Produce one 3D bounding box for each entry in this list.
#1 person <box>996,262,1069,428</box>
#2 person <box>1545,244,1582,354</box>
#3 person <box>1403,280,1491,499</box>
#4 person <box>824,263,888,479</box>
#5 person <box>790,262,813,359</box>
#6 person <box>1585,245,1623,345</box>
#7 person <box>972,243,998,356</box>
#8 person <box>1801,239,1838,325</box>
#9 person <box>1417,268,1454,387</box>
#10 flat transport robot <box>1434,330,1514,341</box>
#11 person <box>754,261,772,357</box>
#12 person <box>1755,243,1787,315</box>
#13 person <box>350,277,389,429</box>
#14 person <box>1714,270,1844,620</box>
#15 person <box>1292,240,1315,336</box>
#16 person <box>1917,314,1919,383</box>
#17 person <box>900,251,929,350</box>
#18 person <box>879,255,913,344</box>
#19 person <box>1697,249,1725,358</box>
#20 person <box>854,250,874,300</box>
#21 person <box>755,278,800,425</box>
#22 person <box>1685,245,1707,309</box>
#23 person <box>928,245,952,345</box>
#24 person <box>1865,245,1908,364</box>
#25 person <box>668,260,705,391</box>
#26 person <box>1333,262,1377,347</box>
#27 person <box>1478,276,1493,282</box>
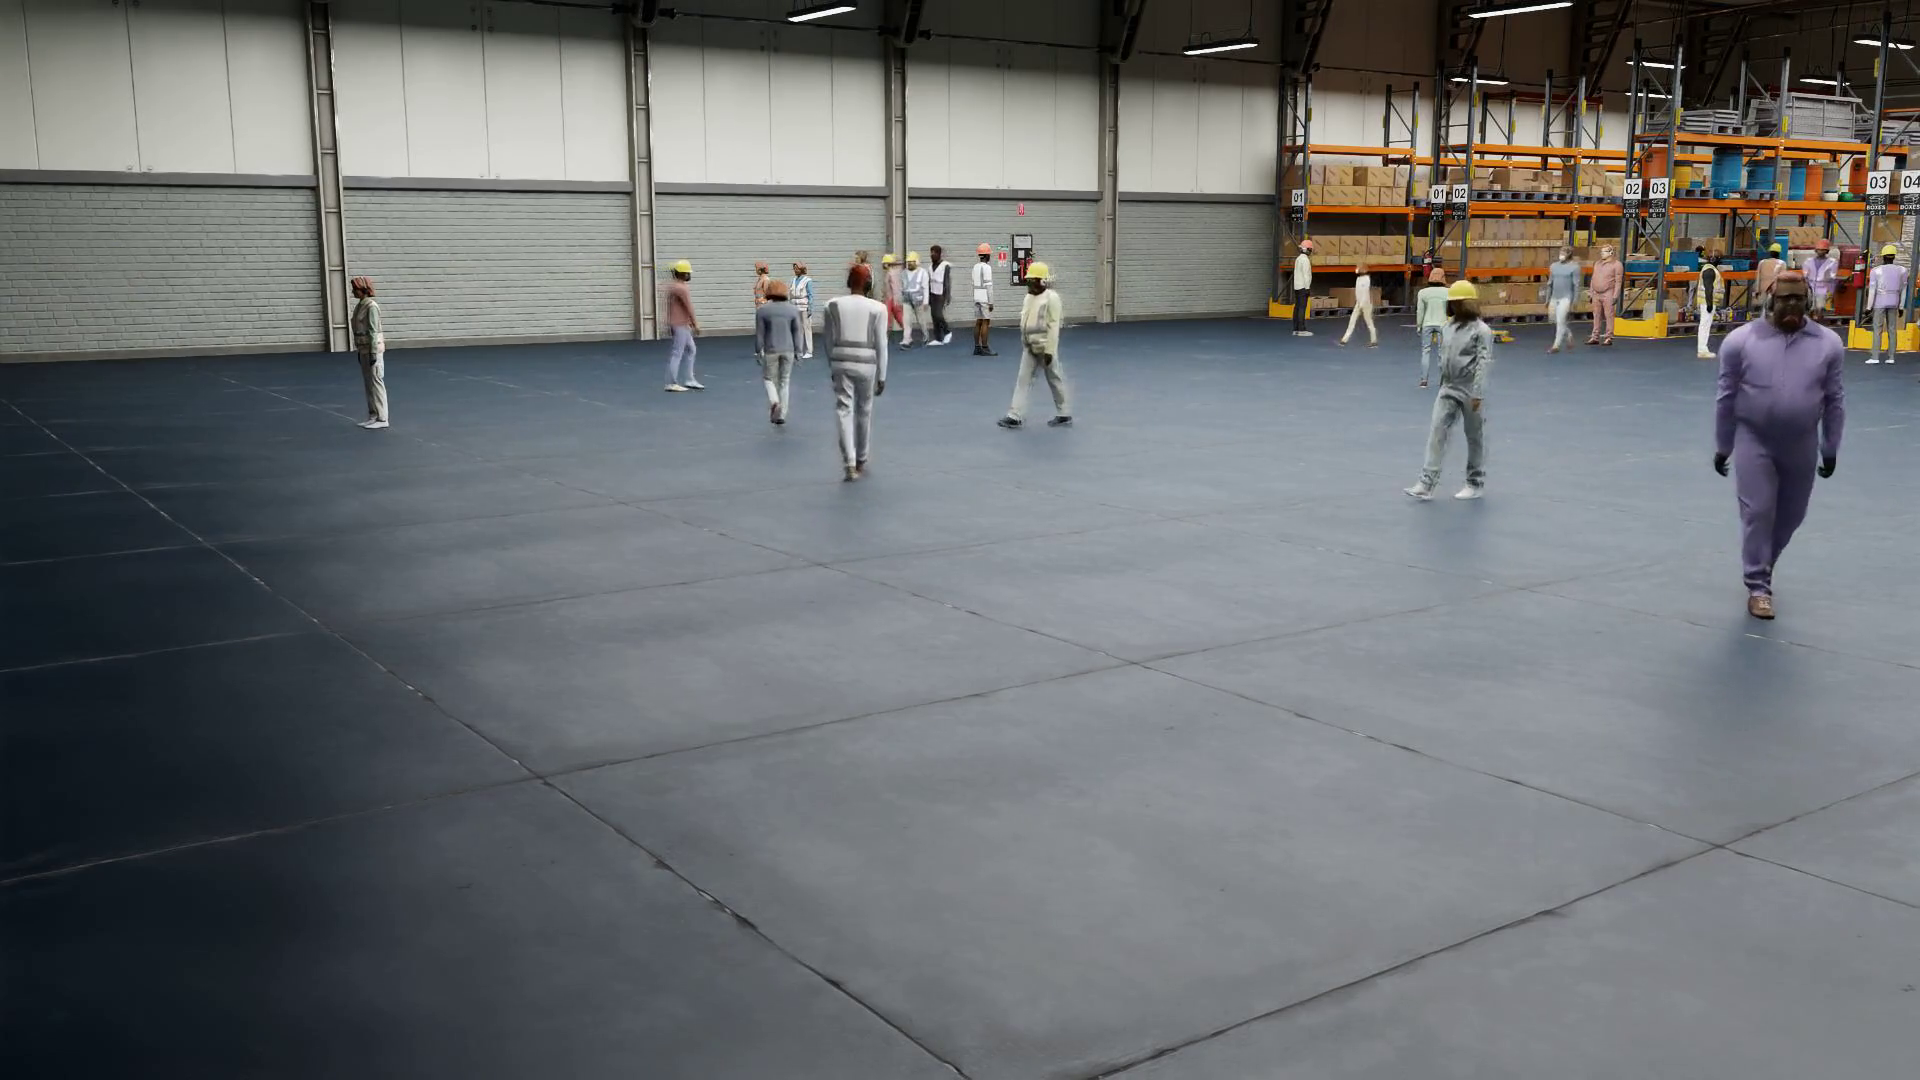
[{"bbox_3d":[0.833,-2.088,17.914,0.919,1.783,0.612,-8,13,-36],"label":"person"},{"bbox_3d":[10.667,-4.245,29.352,0.752,1.922,0.637,-6,12,-32],"label":"person"},{"bbox_3d":[3.818,-1.144,12.906,0.821,1.706,0.512,-7,13,-36],"label":"person"},{"bbox_3d":[-0.895,-1.457,14.340,0.567,1.828,1.008,0,10,1],"label":"person"},{"bbox_3d":[-2.689,-3.895,28.212,0.521,1.638,0.311,10,14,43],"label":"person"},{"bbox_3d":[12.262,-4.660,31.676,0.407,1.908,0.641,-7,12,-32],"label":"person"},{"bbox_3d":[0.431,-4.164,28.866,0.356,1.937,0.552,-6,12,-29],"label":"person"},{"bbox_3d":[16.280,-4.708,31.635,0.650,2.016,0.478,9,14,41],"label":"person"},{"bbox_3d":[6.498,-2.896,22.747,0.498,1.634,0.278,4,11,21],"label":"person"},{"bbox_3d":[10.006,-3.968,32.364,1.431,0.197,0.652,-5,11,-26],"label":"flat transport robot"},{"bbox_3d":[-3.376,-3.969,28.620,0.310,1.640,0.514,-3,11,-17],"label":"person"},{"bbox_3d":[17.149,-5.284,35.079,0.690,1.907,0.608,-8,13,-37],"label":"person"},{"bbox_3d":[-6.368,-2.012,17.922,0.316,1.629,0.509,-8,13,-38],"label":"person"},{"bbox_3d":[4.517,-0.550,9.221,0.650,1.883,0.822,2,11,12],"label":"person"},{"bbox_3d":[7.169,-5.254,34.708,0.392,1.988,0.608,-2,10,-9],"label":"person"},{"bbox_3d":[13.719,-3.112,23.306,0.519,1.865,0.327,6,12,29],"label":"person"},{"bbox_3d":[-0.815,-4.415,30.636,0.600,1.802,0.860,4,11,23],"label":"person"},{"bbox_3d":[-1.333,-4.594,31.841,0.932,1.720,0.538,-1,10,-7],"label":"person"},{"bbox_3d":[12.854,-4.046,28.489,0.429,1.843,0.628,5,11,25],"label":"person"},{"bbox_3d":[-1.687,-4.342,30.163,0.548,1.827,0.508,-3,11,-16],"label":"person"},{"bbox_3d":[-1.967,-2.029,18.051,0.504,1.617,0.473,-3,11,-18],"label":"person"},{"bbox_3d":[16.799,-5.780,37.916,0.309,1.868,0.535,-9,13,-39],"label":"person"},{"bbox_3d":[-0.420,-4.650,31.642,0.451,1.896,0.617,-9,13,-39],"label":"person"},{"bbox_3d":[14.957,-3.798,26.897,0.594,1.922,0.384,1,10,4],"label":"person"},{"bbox_3d":[-3.637,-2.854,22.213,0.659,1.743,0.530,-4,11,-20],"label":"person"},{"bbox_3d":[7.419,-4.368,30.921,0.843,1.581,0.522,-2,11,-11],"label":"person"},{"bbox_3d":[13.111,-6.420,41.413,0.987,1.885,0.554,-7,12,-33],"label":"person"}]
